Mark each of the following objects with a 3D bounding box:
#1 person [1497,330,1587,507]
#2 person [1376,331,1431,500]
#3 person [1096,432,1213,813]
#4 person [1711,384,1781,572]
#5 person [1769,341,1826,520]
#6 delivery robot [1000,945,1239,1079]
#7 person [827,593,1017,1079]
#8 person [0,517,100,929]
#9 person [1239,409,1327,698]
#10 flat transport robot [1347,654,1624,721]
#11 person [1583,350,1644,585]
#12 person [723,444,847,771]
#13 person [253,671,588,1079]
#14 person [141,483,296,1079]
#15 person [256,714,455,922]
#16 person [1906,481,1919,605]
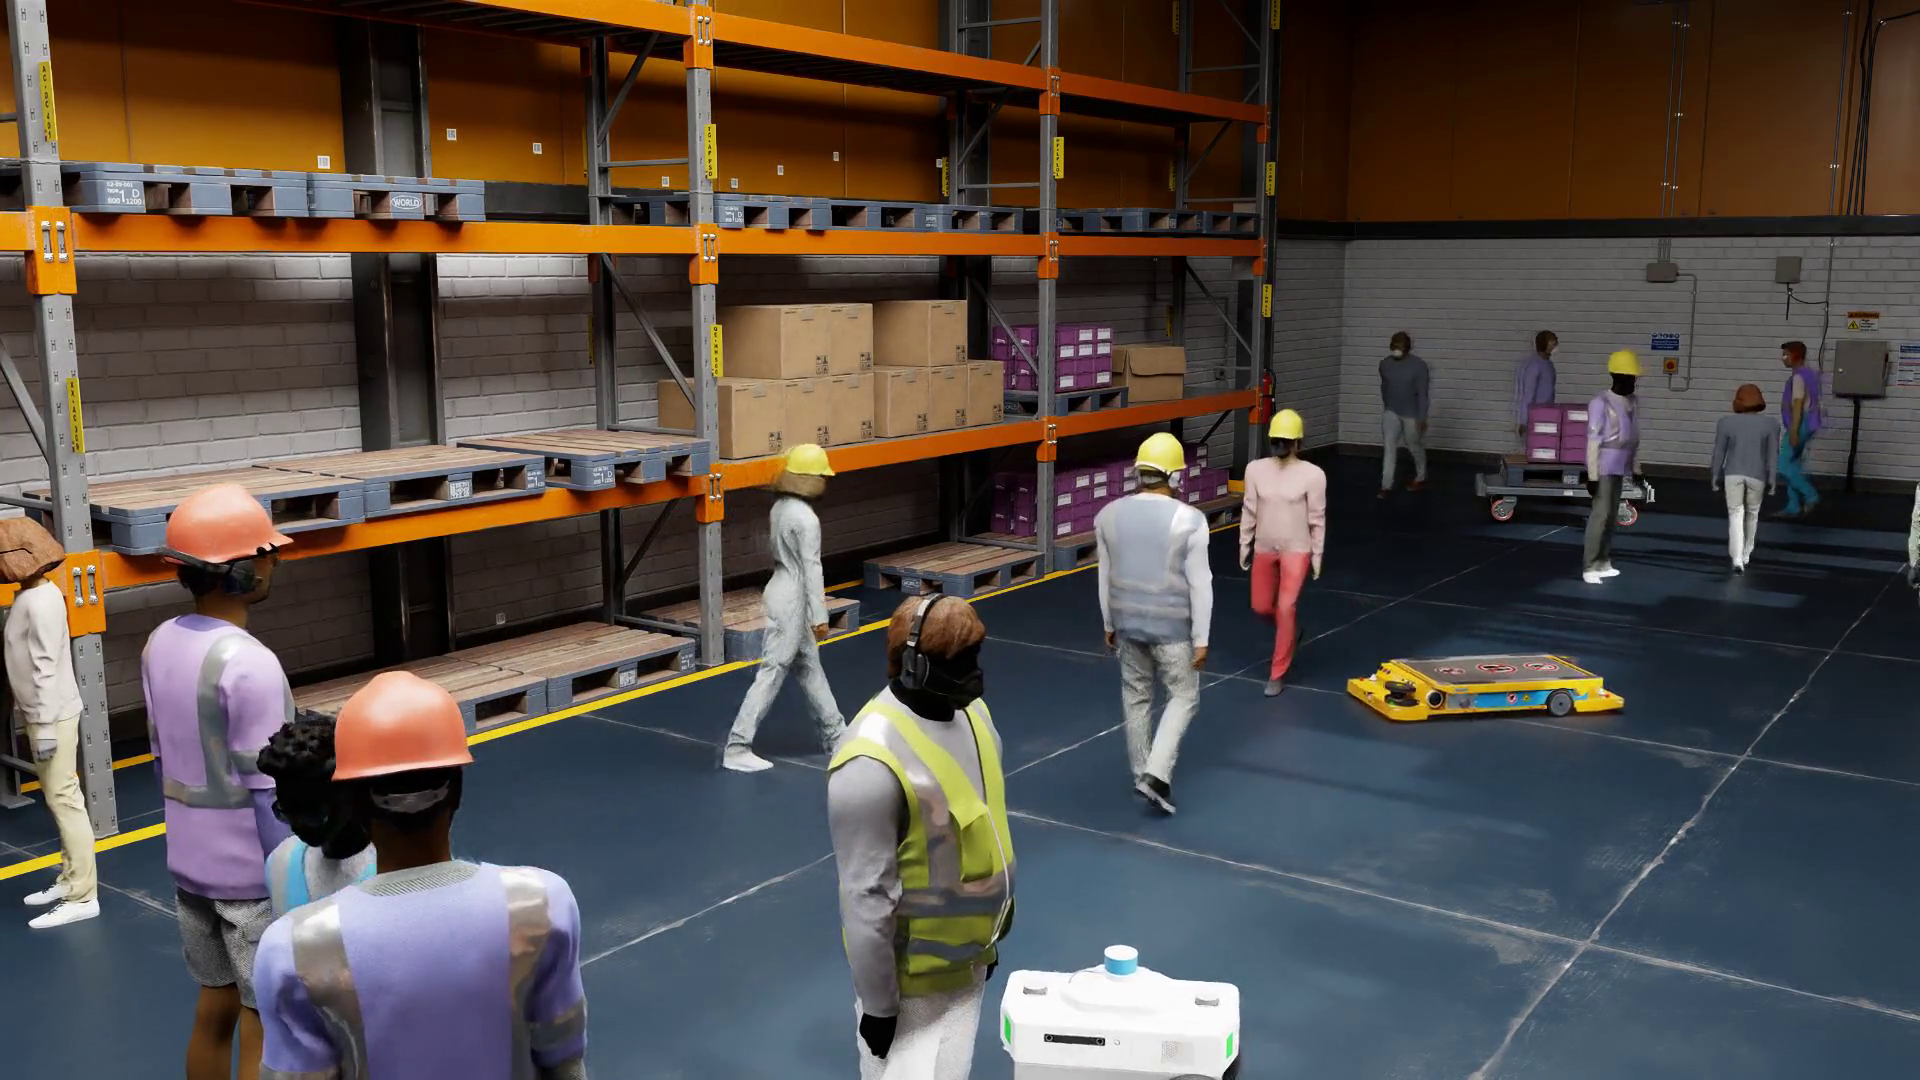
[{"bbox_3d":[6.246,-1.322,17.982,1.044,1.891,0.643,6,11,31],"label":"person"},{"bbox_3d":[5.011,-1.409,18.605,0.641,1.870,1.057,8,13,40],"label":"person"},{"bbox_3d":[0.922,0.395,7.938,0.618,1.826,0.482,6,11,32],"label":"person"},{"bbox_3d":[6.668,-0.532,14.142,0.511,1.591,0.856,4,10,22],"label":"person"},{"bbox_3d":[8.480,-1.096,16.818,0.475,1.819,0.603,6,11,34],"label":"person"},{"bbox_3d":[0.480,1.470,5.022,0.707,0.478,0.477,1,10,9],"label":"delivery robot"},{"bbox_3d":[-0.079,1.030,4.141,0.431,1.836,0.619,5,11,25],"label":"person"},{"bbox_3d":[-3.643,0.715,6.616,0.270,1.627,0.503,-7,12,-34],"label":"person"},{"bbox_3d":[1.994,0.051,10.192,0.532,1.740,0.628,6,11,31],"label":"person"},{"bbox_3d":[3.087,0.854,9.812,1.431,0.197,0.652,-2,10,-10],"label":"flat transport robot"},{"bbox_3d":[5.350,-0.588,13.553,0.703,1.912,0.415,-9,13,-42],"label":"person"},{"bbox_3d":[-0.862,0.343,8.633,0.890,1.689,0.496,-4,10,-23],"label":"person"},{"bbox_3d":[-0.929,1.182,2.940,0.543,1.928,0.372,-5,11,-28],"label":"person"},{"bbox_3d":[-1.919,0.865,4.471,0.608,2.048,0.368,8,12,39],"label":"person"},{"bbox_3d":[-1.268,1.180,3.693,0.572,1.668,0.460,5,11,25],"label":"person"},{"bbox_3d":[5.927,0.164,9.901,0.518,1.626,0.526,6,11,30],"label":"person"}]
